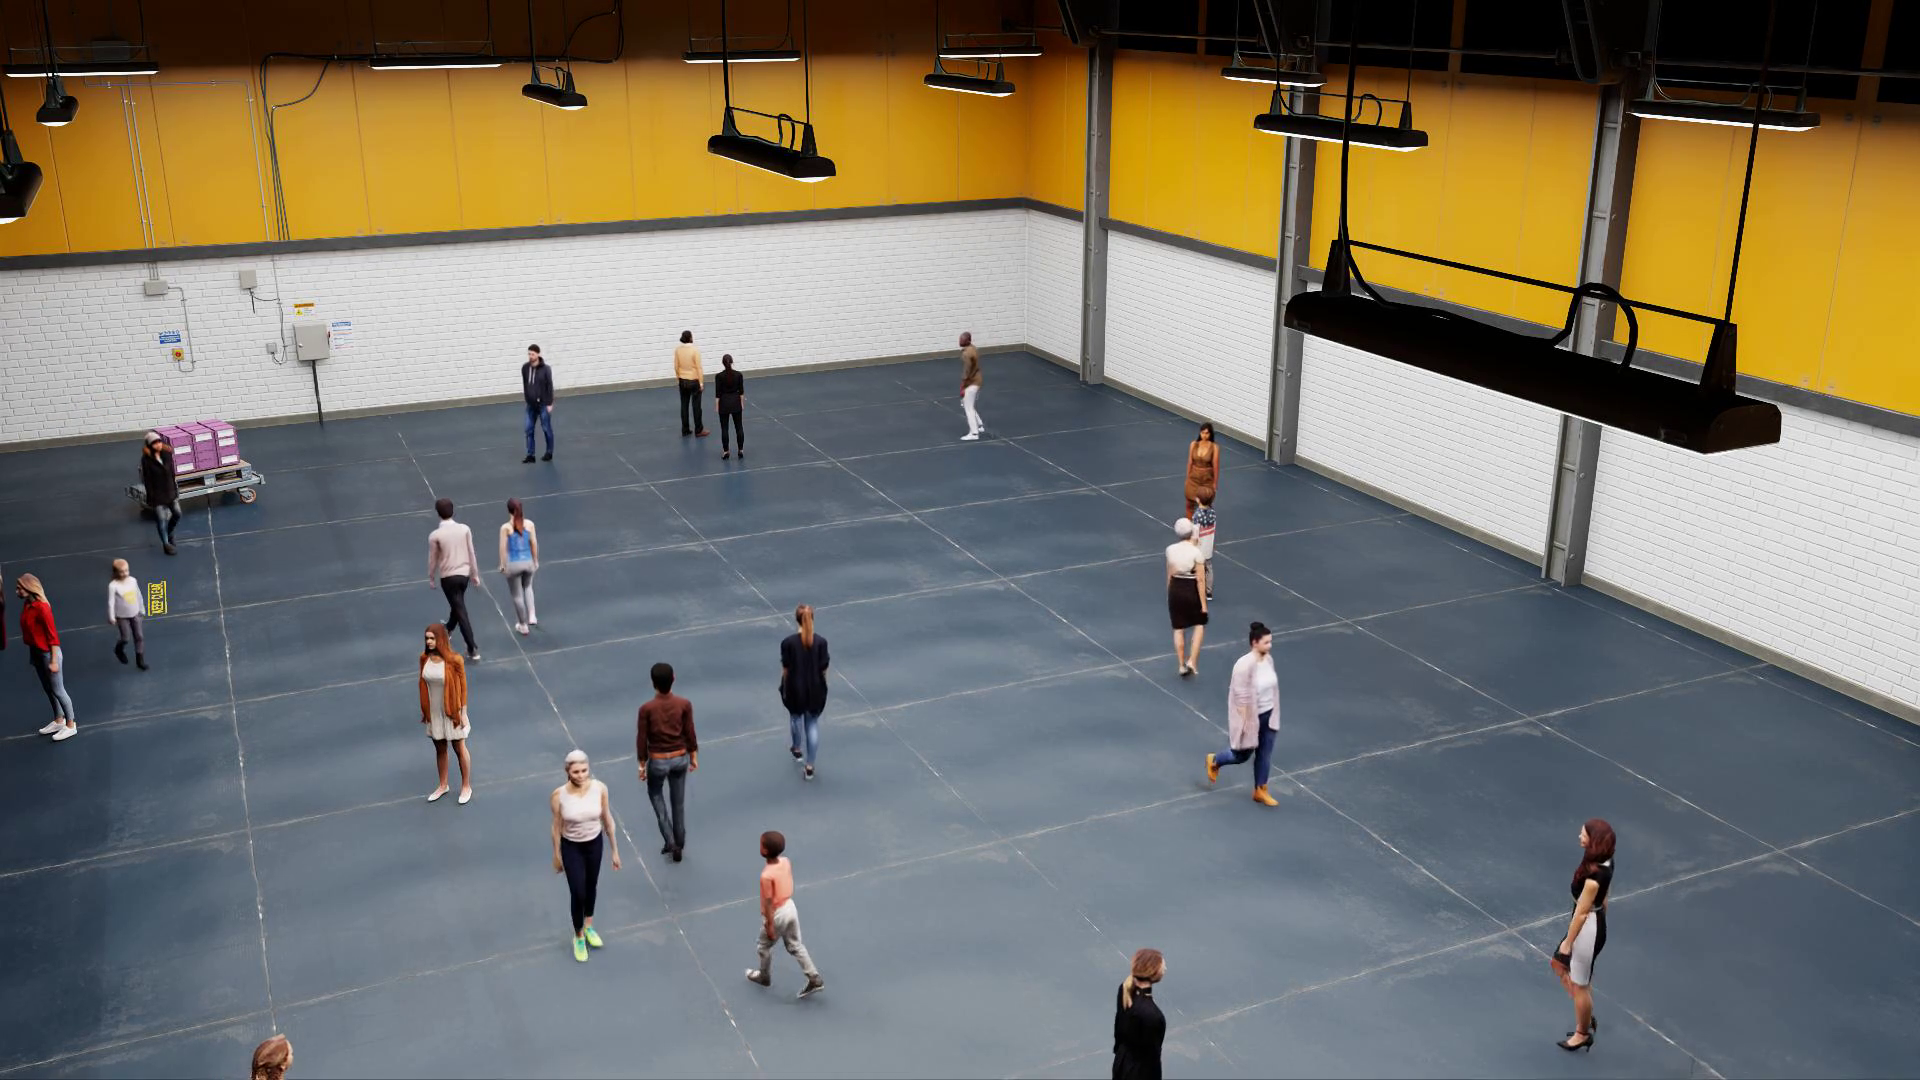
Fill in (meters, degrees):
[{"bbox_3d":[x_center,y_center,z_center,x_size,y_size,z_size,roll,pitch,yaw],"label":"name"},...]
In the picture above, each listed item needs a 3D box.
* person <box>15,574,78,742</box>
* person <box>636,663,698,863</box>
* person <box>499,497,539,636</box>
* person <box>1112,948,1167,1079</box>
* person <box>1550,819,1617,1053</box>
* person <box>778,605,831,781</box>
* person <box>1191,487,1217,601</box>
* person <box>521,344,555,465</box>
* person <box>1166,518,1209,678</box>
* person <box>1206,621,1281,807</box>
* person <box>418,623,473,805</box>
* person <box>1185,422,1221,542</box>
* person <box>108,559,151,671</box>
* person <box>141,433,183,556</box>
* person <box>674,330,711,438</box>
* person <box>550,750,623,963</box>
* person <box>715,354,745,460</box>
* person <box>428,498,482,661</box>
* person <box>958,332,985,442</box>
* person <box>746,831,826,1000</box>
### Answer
[{"bbox_3d":[-8.948,1.134,16.280,0.625,1.703,0.754,13,22,33],"label":"person"},{"bbox_3d":[-2.427,1.903,13.897,0.694,1.767,0.654,-7,20,-19],"label":"person"},{"bbox_3d":[-4.977,0.311,18.886,0.630,1.600,0.654,-15,24,-37],"label":"person"},{"bbox_3d":[1.066,3.225,9.969,0.635,1.767,0.456,-9,21,-25],"label":"person"},{"bbox_3d":[4.360,2.745,11.367,0.760,1.785,0.706,8,20,23],"label":"person"},{"bbox_3d":[-1.430,1.436,15.448,0.762,1.662,0.911,-4,19,-11],"label":"person"},{"bbox_3d":[2.905,0.050,19.914,0.562,1.438,0.543,-14,23,-35],"label":"person"},{"bbox_3d":[-6.452,-2.120,25.690,1.007,1.865,1.079,5,19,15],"label":"person"},{"bbox_3d":[2.385,0.656,17.653,0.797,1.732,0.875,14,23,36],"label":"person"},{"bbox_3d":[2.575,1.555,14.999,0.841,1.724,1.045,-15,24,-38],"label":"person"},{"bbox_3d":[-4.655,1.541,15.042,0.706,1.723,0.741,3,19,10],"label":"person"},{"bbox_3d":[3.211,-0.769,21.963,0.677,1.682,0.755,8,20,22],"label":"person"},{"bbox_3d":[-9.032,0.794,17.978,0.790,1.264,0.702,11,21,29],"label":"person"},{"bbox_3d":[-10.407,-0.616,21.595,0.806,1.628,0.754,12,22,32],"label":"person"},{"bbox_3d":[-4.420,-2.564,27.181,0.745,1.754,0.817,8,20,23],"label":"person"},{"bbox_3d":[-2.919,2.336,12.734,0.655,1.688,0.706,-13,22,-33],"label":"person"},{"bbox_3d":[-3.579,-2.069,25.857,0.618,1.661,0.569,-7,20,-19],"label":"person"},{"bbox_3d":[-5.488,0.466,18.185,0.868,1.752,1.270,-15,24,-37],"label":"person"},{"bbox_3d":[0.204,-2.493,26.910,0.922,1.793,0.785,5,19,15],"label":"person"},{"bbox_3d":[-1.261,2.753,12.132,0.953,1.283,0.754,11,22,30],"label":"person"}]
